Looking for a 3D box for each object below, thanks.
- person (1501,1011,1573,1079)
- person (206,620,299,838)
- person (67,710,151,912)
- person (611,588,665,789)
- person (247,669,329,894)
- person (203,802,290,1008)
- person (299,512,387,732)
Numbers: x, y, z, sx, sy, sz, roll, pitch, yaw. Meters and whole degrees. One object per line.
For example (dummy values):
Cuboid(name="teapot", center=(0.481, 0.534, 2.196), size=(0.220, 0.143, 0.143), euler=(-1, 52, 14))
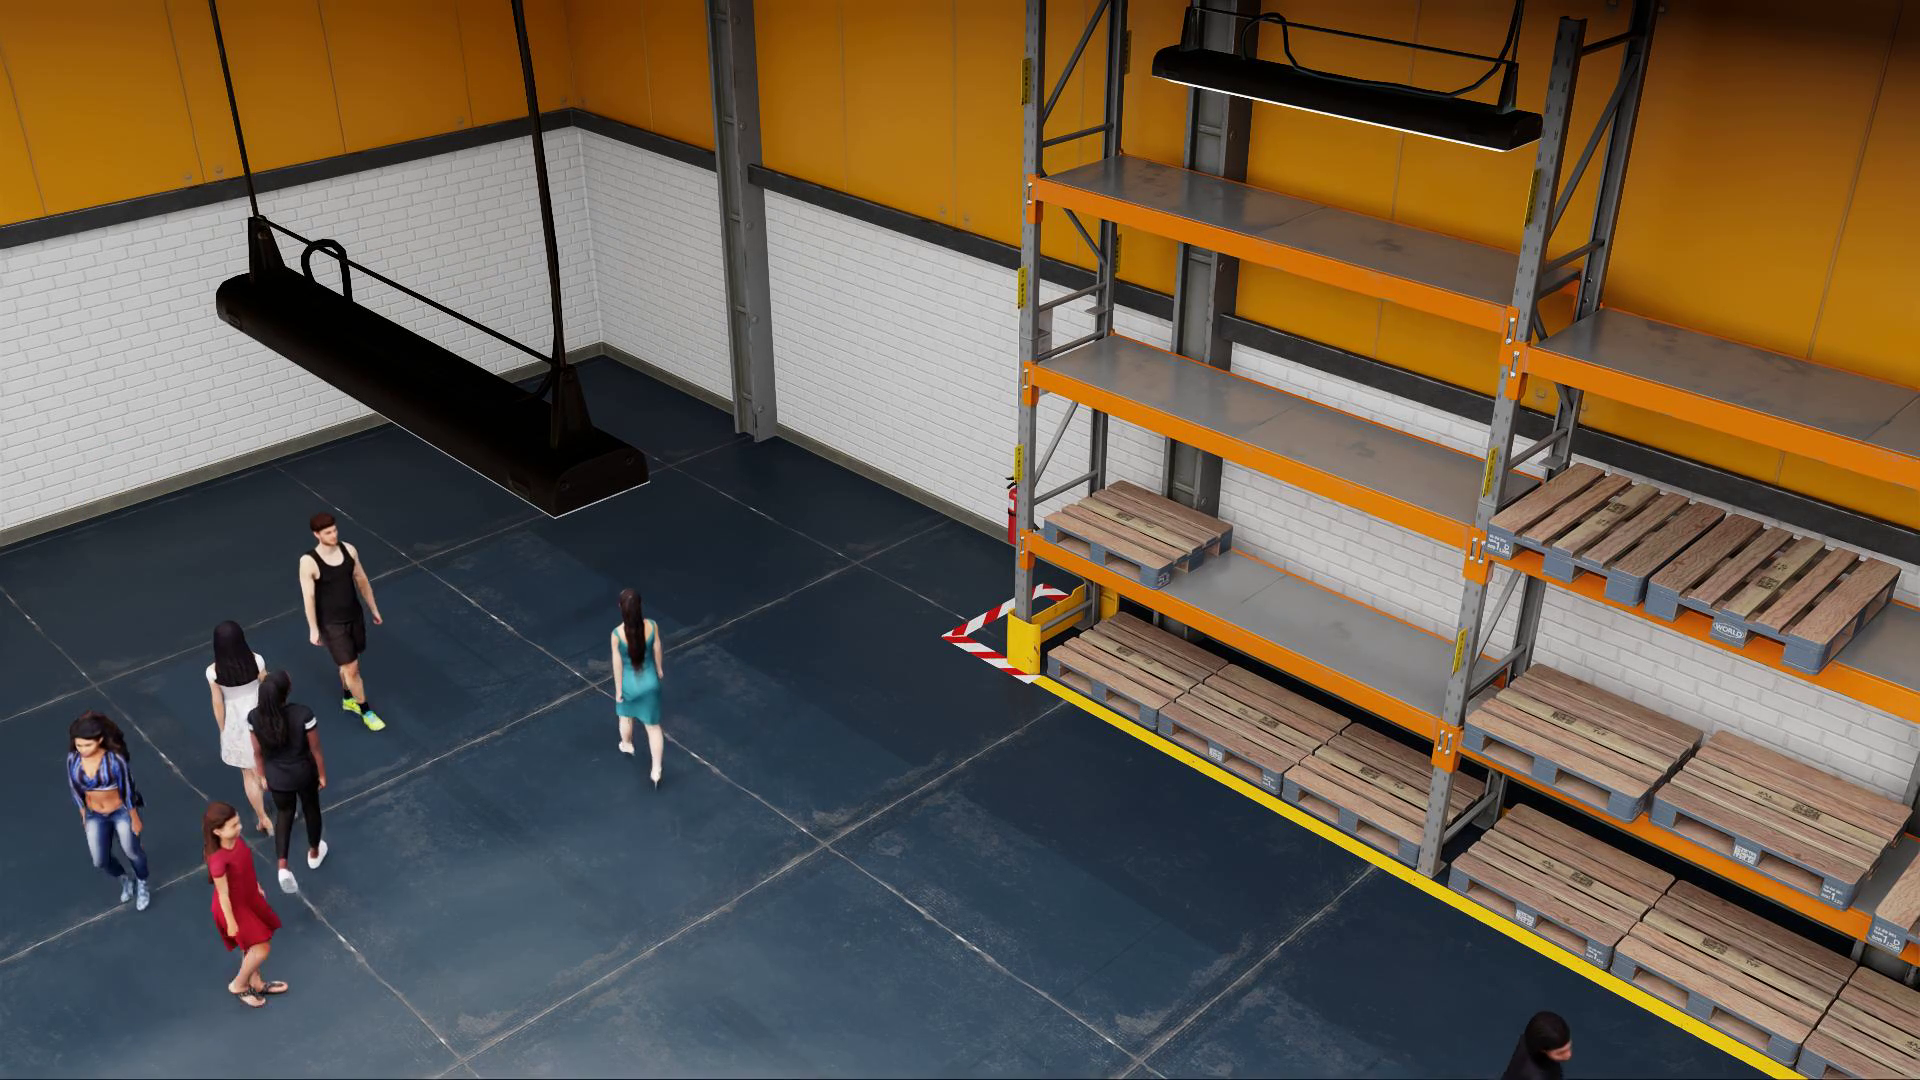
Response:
Cuboid(name="person", center=(2.955, 3.122, 8.926), size=(0.919, 1.672, 0.883), euler=(-4, 29, -7))
Cuboid(name="person", center=(-5.137, 1.360, 12.050), size=(0.707, 1.773, 0.706), euler=(-17, 33, -28))
Cuboid(name="person", center=(-5.764, 1.830, 11.360), size=(0.743, 1.609, 0.790), euler=(-2, 29, -4))
Cuboid(name="person", center=(-2.395, 1.149, 12.553), size=(0.740, 1.661, 0.944), euler=(-14, 32, -24))
Cuboid(name="person", center=(-4.634, 1.687, 11.519), size=(0.949, 1.708, 1.078), euler=(-5, 29, -9))
Cuboid(name="person", center=(-4.652, 2.307, 10.555), size=(0.754, 1.544, 0.700), euler=(-4, 29, -7))
Cuboid(name="person", center=(-5.026, 0.598, 13.339), size=(0.932, 1.876, 0.823), euler=(16, 33, 27))
